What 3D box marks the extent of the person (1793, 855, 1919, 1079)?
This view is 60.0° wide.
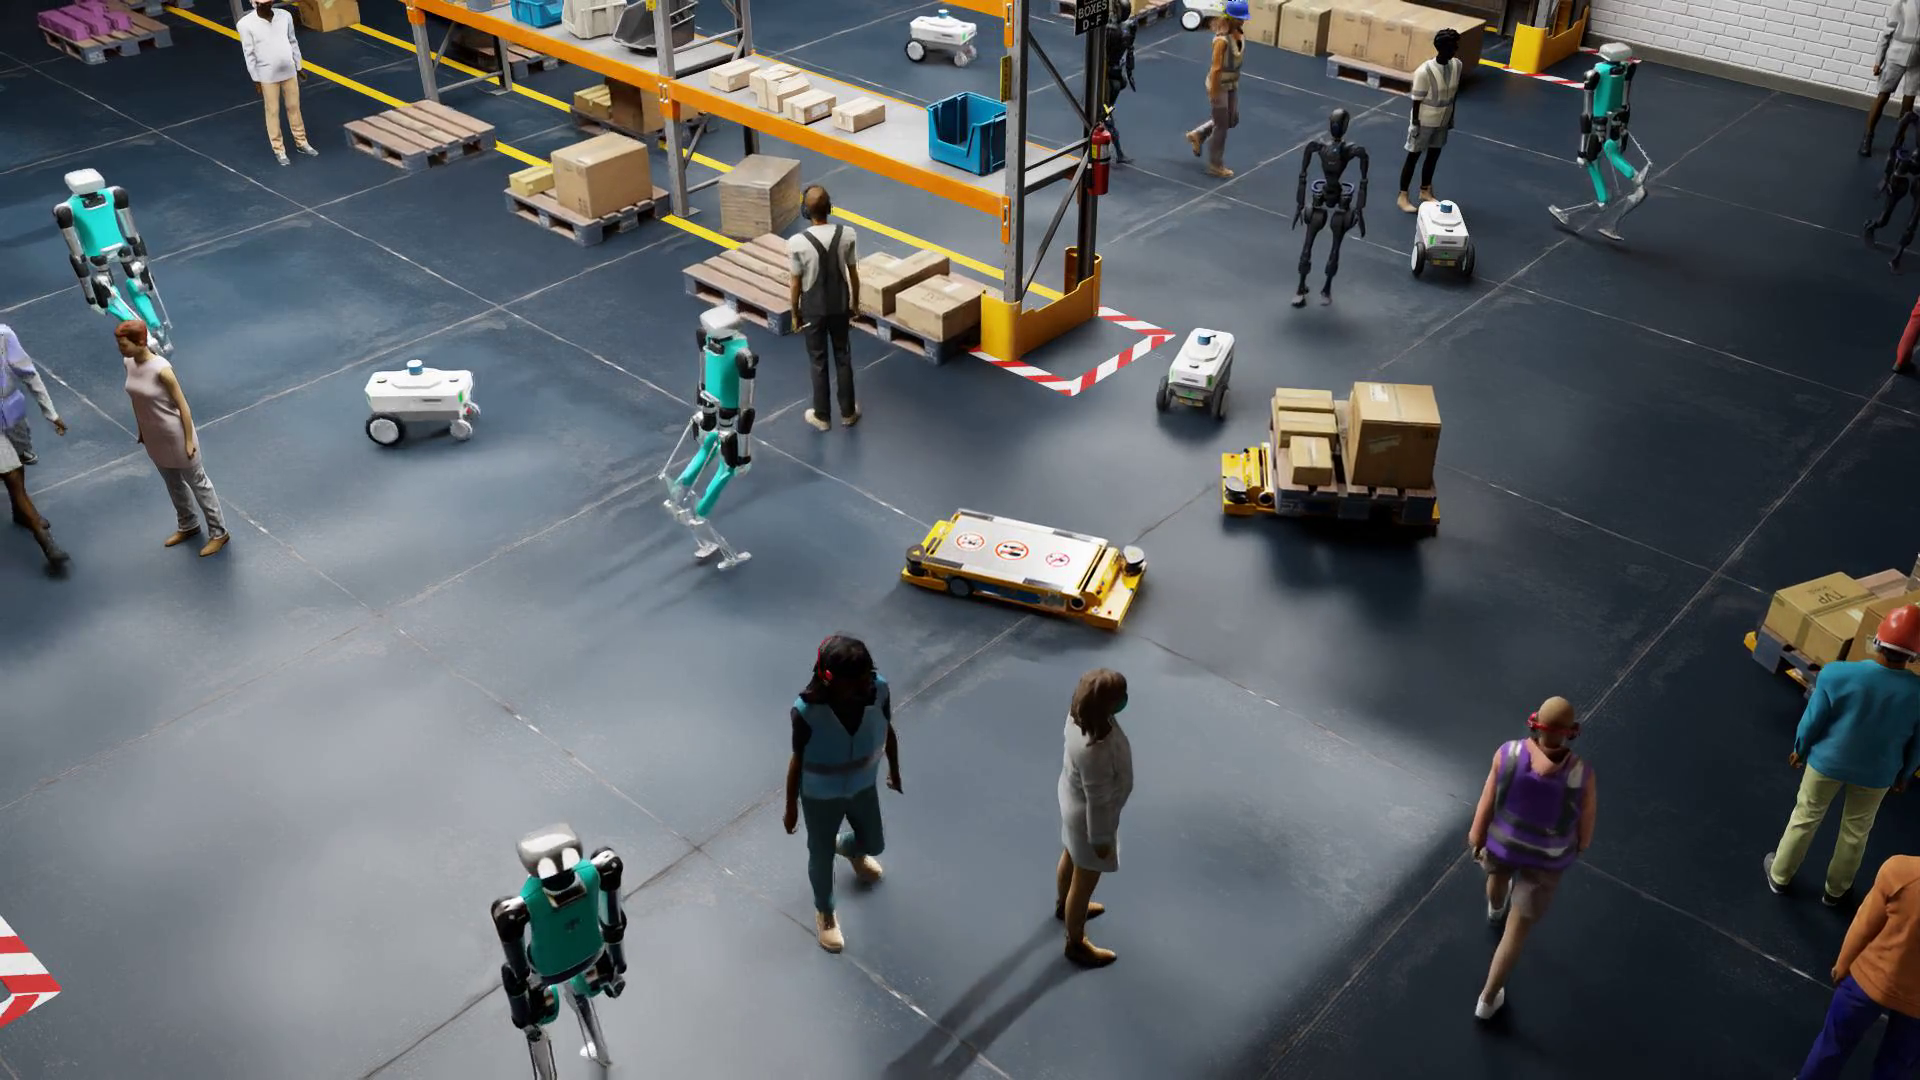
[{"bbox_3d":[3.826,1.786,6.729,0.522,1.972,0.401,19,39,25],"label":"person"}]

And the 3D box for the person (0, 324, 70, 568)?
[{"bbox_3d":[-6.010,-0.741,10.463,0.983,1.873,0.569,24,41,31],"label":"person"}]

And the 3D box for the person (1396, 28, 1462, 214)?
[{"bbox_3d":[4.270,-3.802,15.068,0.535,1.691,0.319,-18,38,-24],"label":"person"}]

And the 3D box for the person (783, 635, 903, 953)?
[{"bbox_3d":[-0.586,1.104,7.835,0.601,1.845,0.619,-14,37,-20],"label":"person"}]

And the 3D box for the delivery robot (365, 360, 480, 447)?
[{"bbox_3d":[-3.913,-1.016,12.028,0.774,0.592,0.499,-1,35,-1],"label":"delivery robot"}]

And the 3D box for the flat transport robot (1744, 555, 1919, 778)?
[{"bbox_3d":[5.308,0.861,9.563,0.659,0.231,1.431,-14,37,-19],"label":"flat transport robot"}]

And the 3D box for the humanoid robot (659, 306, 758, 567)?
[{"bbox_3d":[-1.600,-0.548,10.301,0.704,1.780,0.541,-27,43,-33],"label":"humanoid robot"}]

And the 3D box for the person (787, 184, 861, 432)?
[{"bbox_3d":[-0.950,-1.638,11.810,0.524,1.833,0.377,-17,38,-23],"label":"person"}]

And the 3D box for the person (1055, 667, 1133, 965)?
[{"bbox_3d":[0.628,1.263,7.753,0.336,1.659,0.495,-3,35,-4],"label":"person"}]

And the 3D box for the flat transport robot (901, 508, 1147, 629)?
[{"bbox_3d":[0.410,0.169,10.566,1.431,0.231,0.659,12,36,17],"label":"flat transport robot"}]

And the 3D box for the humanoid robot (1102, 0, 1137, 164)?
[{"bbox_3d":[1.476,-4.438,16.032,0.609,1.629,0.715,-27,43,-33],"label":"humanoid robot"}]

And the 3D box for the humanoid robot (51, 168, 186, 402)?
[{"bbox_3d":[-5.955,-1.764,12.085,0.967,1.769,0.533,25,42,31],"label":"humanoid robot"}]

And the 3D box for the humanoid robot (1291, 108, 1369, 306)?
[{"bbox_3d":[3.004,-2.673,13.443,0.600,1.658,0.334,12,36,17],"label":"humanoid robot"}]

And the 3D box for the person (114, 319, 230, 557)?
[{"bbox_3d":[-5.016,-0.651,10.528,0.459,1.656,0.270,15,37,20],"label":"person"}]

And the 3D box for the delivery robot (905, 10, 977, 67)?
[{"bbox_3d":[-0.219,-5.679,18.804,0.804,0.614,0.499,14,37,20],"label":"delivery robot"}]

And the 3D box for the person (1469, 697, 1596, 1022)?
[{"bbox_3d":[2.600,1.377,7.601,0.482,1.641,0.914,20,40,27],"label":"person"}]

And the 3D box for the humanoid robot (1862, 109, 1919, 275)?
[{"bbox_3d":[8.118,-3.133,14.130,0.603,1.639,0.660,6,35,9],"label":"humanoid robot"}]

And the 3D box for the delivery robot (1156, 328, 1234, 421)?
[{"bbox_3d":[1.792,-1.255,12.394,0.499,0.614,0.812,13,37,17],"label":"delivery robot"}]

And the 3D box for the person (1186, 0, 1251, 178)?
[{"bbox_3d":[2.452,-4.310,15.754,0.549,1.751,0.472,22,40,29],"label":"person"}]

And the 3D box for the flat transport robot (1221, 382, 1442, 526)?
[{"bbox_3d":[2.518,-0.384,11.366,1.431,0.231,0.659,4,35,5],"label":"flat transport robot"}]

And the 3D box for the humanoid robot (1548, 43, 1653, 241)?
[{"bbox_3d":[5.660,-3.368,14.401,0.549,1.729,1.015,-17,38,-23],"label":"humanoid robot"}]

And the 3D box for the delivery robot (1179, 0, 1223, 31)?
[{"bbox_3d":[2.979,-6.353,19.778,0.784,0.612,0.500,7,35,10],"label":"delivery robot"}]

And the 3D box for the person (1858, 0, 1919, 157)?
[{"bbox_3d":[9.147,-4.637,16.077,0.546,1.923,0.386,15,37,20],"label":"person"}]

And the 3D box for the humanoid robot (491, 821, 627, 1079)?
[{"bbox_3d":[-1.731,1.769,6.977,0.531,1.799,0.793,-25,42,-31],"label":"humanoid robot"}]

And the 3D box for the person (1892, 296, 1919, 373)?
[{"bbox_3d":[7.411,-1.994,12.380,0.314,1.769,0.523,-16,38,-22],"label":"person"}]

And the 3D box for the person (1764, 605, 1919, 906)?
[{"bbox_3d":[4.297,1.043,7.992,0.559,1.751,0.323,14,37,19],"label":"person"}]

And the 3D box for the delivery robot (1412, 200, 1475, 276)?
[{"bbox_3d":[4.164,-2.642,14.374,0.499,0.581,0.774,3,35,4],"label":"delivery robot"}]

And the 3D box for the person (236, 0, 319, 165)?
[{"bbox_3d":[-6.583,-4.527,16.060,0.338,1.752,0.563,27,43,33],"label":"person"}]

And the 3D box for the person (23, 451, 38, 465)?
[{"bbox_3d":[-6.768,-1.260,11.259,0.404,1.833,0.589,19,39,25],"label":"person"}]
